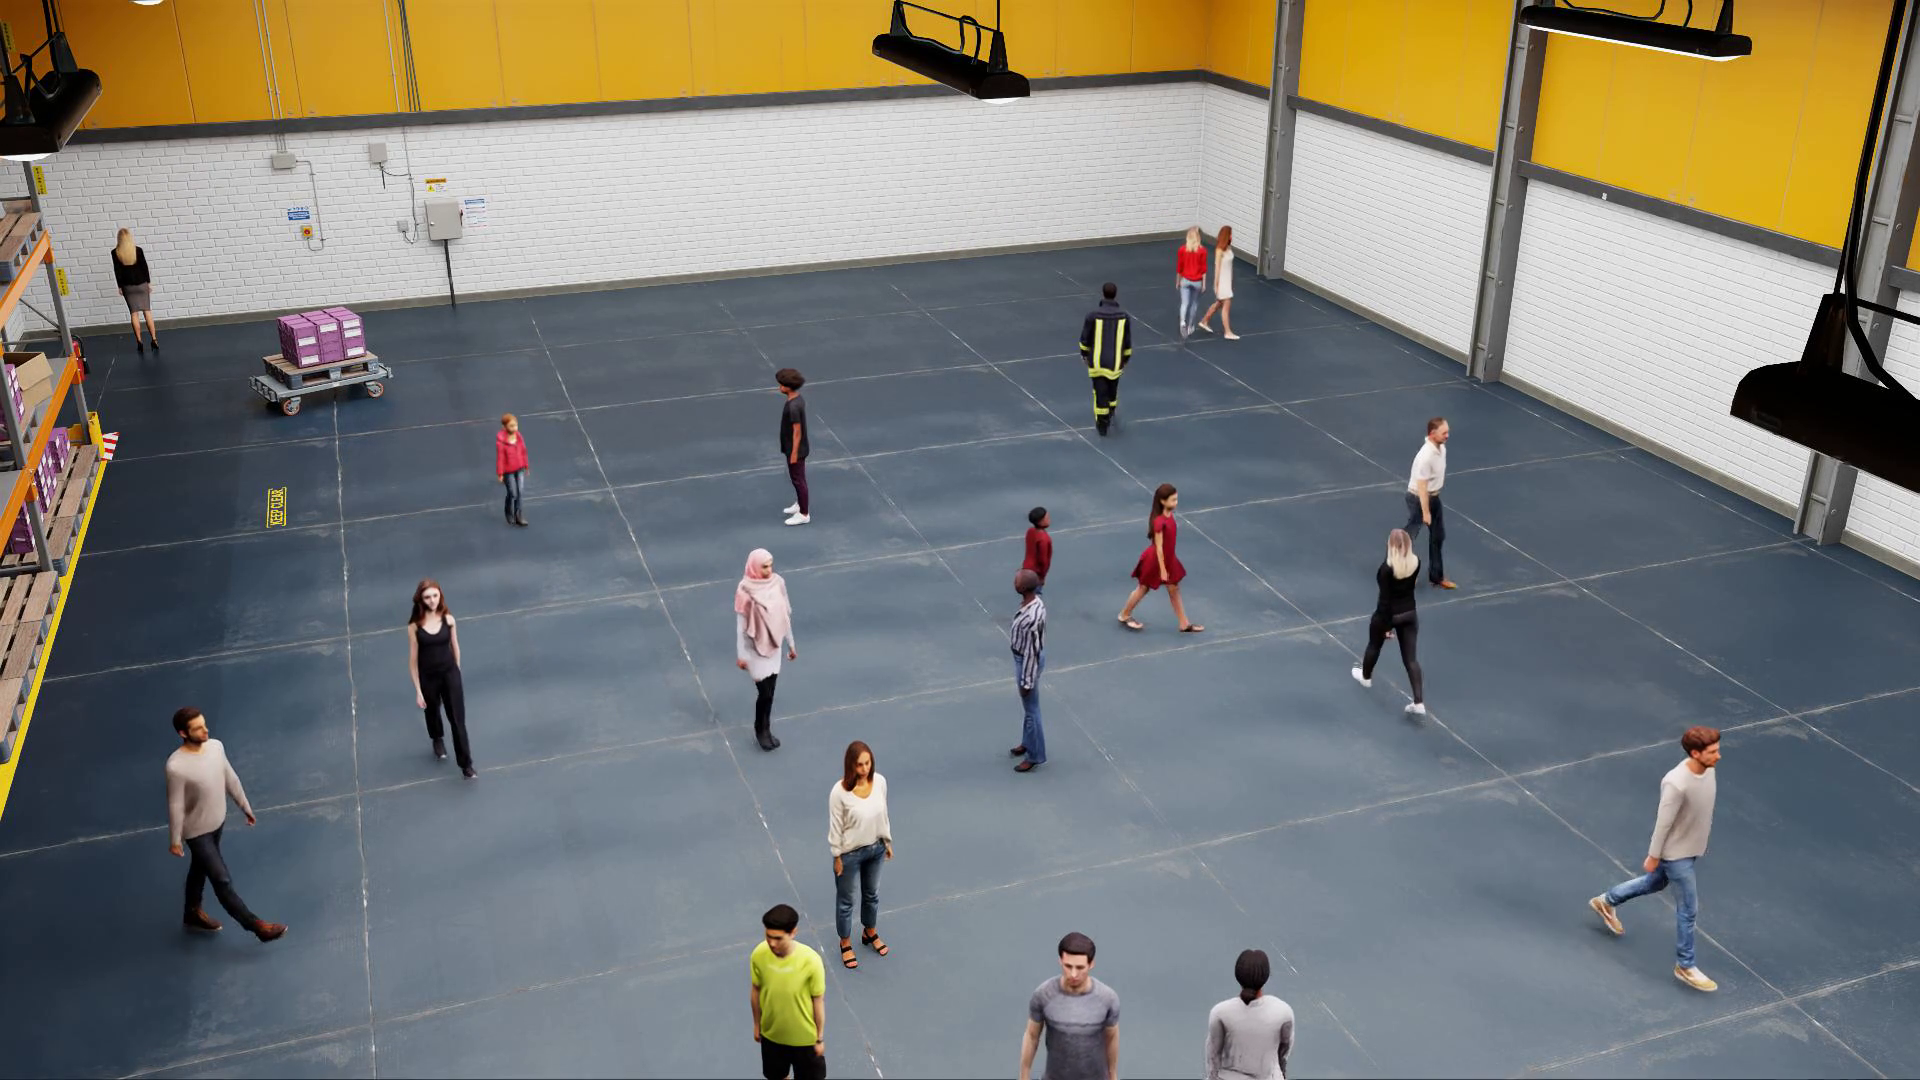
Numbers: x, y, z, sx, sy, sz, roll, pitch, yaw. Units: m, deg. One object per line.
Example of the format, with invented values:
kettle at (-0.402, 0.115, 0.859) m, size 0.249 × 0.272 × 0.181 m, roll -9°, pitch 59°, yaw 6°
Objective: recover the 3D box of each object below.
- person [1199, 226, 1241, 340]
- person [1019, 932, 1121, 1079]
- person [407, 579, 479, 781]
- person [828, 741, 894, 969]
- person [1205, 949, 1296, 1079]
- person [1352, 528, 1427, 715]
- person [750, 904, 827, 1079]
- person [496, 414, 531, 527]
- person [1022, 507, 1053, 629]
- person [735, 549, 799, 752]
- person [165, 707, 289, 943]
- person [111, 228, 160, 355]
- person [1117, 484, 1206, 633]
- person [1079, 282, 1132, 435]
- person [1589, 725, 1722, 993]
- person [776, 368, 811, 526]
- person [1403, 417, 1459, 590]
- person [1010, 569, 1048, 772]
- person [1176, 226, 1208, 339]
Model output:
person at (3.888, -3.886, 25.013) m, size 1.048 × 1.690 × 0.911 m, roll 14°, pitch 27°, yaw 30°
person at (0.648, 2.930, 9.249) m, size 1.103 × 1.827 × 1.294 m, roll 5°, pitch 24°, yaw 12°
person at (-4.308, 1.106, 13.595) m, size 0.690 × 1.689 × 1.162 m, roll -12°, pitch 26°, yaw -26°
person at (-0.684, 2.106, 11.315) m, size 0.663 × 1.683 × 0.617 m, roll -15°, pitch 28°, yaw -30°
person at (1.572, 3.073, 9.095) m, size 1.010 × 1.688 × 1.236 m, roll 4°, pitch 24°, yaw 9°
person at (3.859, 0.748, 14.474) m, size 0.595 × 1.640 × 1.190 m, roll -8°, pitch 25°, yaw -17°
person at (-0.978, 2.813, 9.668) m, size 0.688 × 1.705 × 0.715 m, roll 6°, pitch 24°, yaw 14°
person at (-4.986, -0.782, 18.389) m, size 0.667 × 1.308 × 0.627 m, roll 20°, pitch 31°, yaw 38°
person at (0.708, 0.271, 16.057) m, size 0.573 × 1.245 × 0.450 m, roll -11°, pitch 26°, yaw -23°
person at (-1.699, 0.894, 13.945) m, size 0.759 × 1.796 × 0.766 m, roll -21°, pitch 31°, yaw -39°
person at (-5.282, 1.969, 11.449) m, size 1.152 × 1.827 × 1.187 m, roll 6°, pitch 24°, yaw 14°
person at (-12.041, -3.652, 24.286) m, size 0.619 × 1.843 × 0.568 m, roll -11°, pitch 26°, yaw -24°
person at (1.830, 0.196, 15.902) m, size 1.091 × 1.508 × 1.042 m, roll 10°, pitch 26°, yaw 22°
person at (1.860, -2.275, 21.078) m, size 0.942 × 1.889 × 1.138 m, roll -3°, pitch 24°, yaw -8°
person at (4.750, 2.049, 11.219) m, size 0.990 × 1.862 × 1.320 m, roll -20°, pitch 31°, yaw -38°
person at (-1.822, -1.056, 18.426) m, size 0.736 × 1.780 × 0.568 m, roll -3°, pitch 24°, yaw -7°
person at (4.610, -0.411, 16.887) m, size 1.077 × 1.832 × 0.938 m, roll 20°, pitch 30°, yaw 38°
person at (0.574, 1.050, 13.592) m, size 0.748 × 1.794 × 0.603 m, roll 1°, pitch 24°, yaw 1°
person at (3.433, -3.808, 24.853) m, size 0.969 × 1.675 × 1.113 m, roll 6°, pitch 24°, yaw 14°
